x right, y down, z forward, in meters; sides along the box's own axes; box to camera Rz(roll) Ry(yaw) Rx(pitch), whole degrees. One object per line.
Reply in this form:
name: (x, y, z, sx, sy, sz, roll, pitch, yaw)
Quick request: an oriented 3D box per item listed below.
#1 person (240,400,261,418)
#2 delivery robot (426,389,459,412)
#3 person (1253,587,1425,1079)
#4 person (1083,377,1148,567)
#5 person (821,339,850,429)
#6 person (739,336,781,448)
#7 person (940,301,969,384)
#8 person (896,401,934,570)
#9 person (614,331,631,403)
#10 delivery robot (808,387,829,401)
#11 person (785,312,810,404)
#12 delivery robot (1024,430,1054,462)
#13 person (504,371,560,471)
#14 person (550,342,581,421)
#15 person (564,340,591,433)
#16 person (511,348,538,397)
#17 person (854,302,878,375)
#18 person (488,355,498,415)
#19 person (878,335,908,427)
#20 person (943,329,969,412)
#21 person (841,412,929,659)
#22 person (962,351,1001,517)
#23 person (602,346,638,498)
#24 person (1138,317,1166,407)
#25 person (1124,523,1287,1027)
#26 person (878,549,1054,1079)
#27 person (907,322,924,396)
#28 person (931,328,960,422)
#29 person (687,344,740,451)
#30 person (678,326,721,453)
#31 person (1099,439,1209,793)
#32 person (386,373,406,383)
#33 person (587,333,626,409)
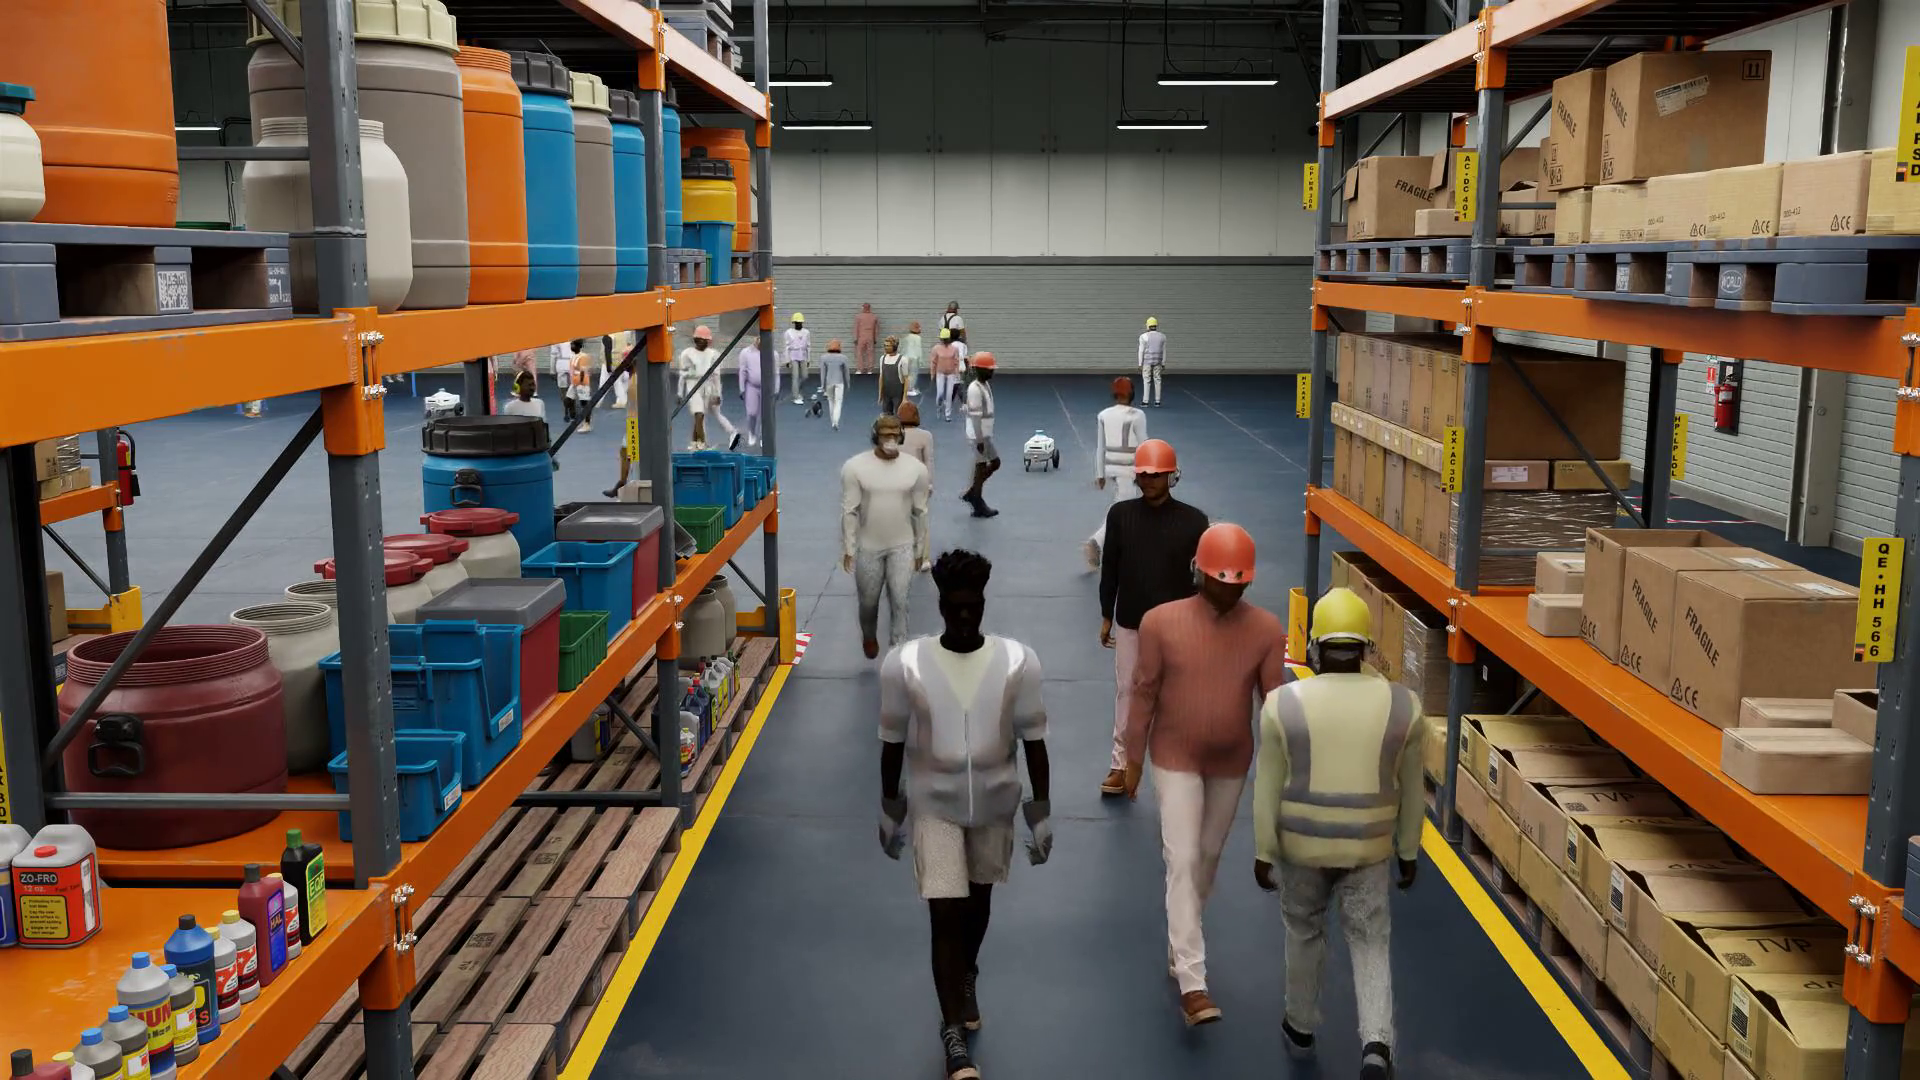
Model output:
person: (-13.537, -3.268, 31.648, 0.650, 1.903, 0.468, 7, 12, 38)
delivery robot: (-9.912, -2.657, 31.850, 0.477, 0.478, 0.707, 3, 10, 17)
person: (1.346, 1.070, 5.930, 0.608, 1.817, 0.722, 1, 9, 4)
person: (1.521, -0.657, 16.162, 0.864, 1.857, 0.585, -8, 12, -38)
person: (-2.225, -2.778, 29.585, 0.510, 1.604, 0.775, 0, 9, 3)
person: (-3.178, -2.396, 26.456, 0.660, 1.883, 0.431, -2, 10, -14)
person: (-0.127, -4.805, 40.557, 0.540, 2.000, 0.699, -9, 13, -43)
person: (-0.504, -0.520, 15.976, 0.501, 1.633, 0.281, 0, 9, 1)
person: (-7.119, -3.785, 34.917, 0.605, 1.838, 0.600, -4, 10, -20)
delivery robot: (-2.690, -2.834, 32.135, 0.335, 0.223, 0.698, 4, 10, 22)
person: (-3.399, -3.806, 34.819, 0.590, 1.915, 0.499, -6, 11, -31)
delivery robot: (1.141, -1.332, 23.911, 0.477, 0.478, 0.707, 2, 10, 11)
person: (-4.589, -0.889, 17.636, 0.953, 1.832, 0.516, 6, 11, 31)
person: (-7.397, -3.195, 31.117, 0.580, 1.922, 0.602, -5, 11, -25)
person: (-6.658, -2.686, 28.812, 0.545, 1.681, 0.543, -8, 12, -39)
person: (-9.646, -4.094, 36.715, 0.673, 1.897, 0.642, -9, 13, -42)
person: (-2.491, -5.302, 43.837, 0.652, 1.903, 0.398, -4, 10, -23)
person: (-8.884, -3.097, 31.011, 0.525, 1.772, 0.299, -3, 10, -15)
person: (-1.026, -2.203, 25.439, 0.505, 1.842, 0.349, 6, 11, 31)
person: (-0.110, -3.389, 33.124, 0.539, 1.637, 0.897, -9, 13, -42)
person: (-0.533, 0.038, 11.802, 0.634, 1.917, 0.782, -1, 10, -6)
person: (0.275, -1.231, 19.361, 0.399, 1.925, 0.582, 3, 10, 15)
person: (-4.137, -1.461, 20.783, 0.848, 1.902, 0.583, 0, 9, -1)
person: (3.922, -3.635, 34.049, 0.601, 1.828, 0.404, -2, 10, -14)
person: (0.996, 0.903, 6.527, 0.629, 1.937, 1.011, -1, 10, -8)
person: (0.031, 0.989, 6.081, 0.629, 1.911, 0.978, -1, 10, -8)
person: (-0.960, -4.029, 37.039, 0.584, 1.618, 0.524, -5, 11, -29)
person: (-0.262, -3.078, 31.000, 0.532, 1.740, 0.447, -1, 10, -7)
person: (-3.880, -2.320, 26.043, 0.827, 1.879, 0.655, 5, 10, 25)
person: (-3.865, -2.222, 25.114, 0.633, 1.986, 1.017, -8, 13, -41)
person: (1.057, 0.435, 9.175, 0.608, 1.996, 0.380, 4, 10, 21)
person: (-13.907, -4.661, 40.827, 0.636, 1.618, 0.513, 7, 12, 36)
person: (-7.161, -3.574, 33.739, 0.787, 1.806, 0.653, 2, 10, 12)
